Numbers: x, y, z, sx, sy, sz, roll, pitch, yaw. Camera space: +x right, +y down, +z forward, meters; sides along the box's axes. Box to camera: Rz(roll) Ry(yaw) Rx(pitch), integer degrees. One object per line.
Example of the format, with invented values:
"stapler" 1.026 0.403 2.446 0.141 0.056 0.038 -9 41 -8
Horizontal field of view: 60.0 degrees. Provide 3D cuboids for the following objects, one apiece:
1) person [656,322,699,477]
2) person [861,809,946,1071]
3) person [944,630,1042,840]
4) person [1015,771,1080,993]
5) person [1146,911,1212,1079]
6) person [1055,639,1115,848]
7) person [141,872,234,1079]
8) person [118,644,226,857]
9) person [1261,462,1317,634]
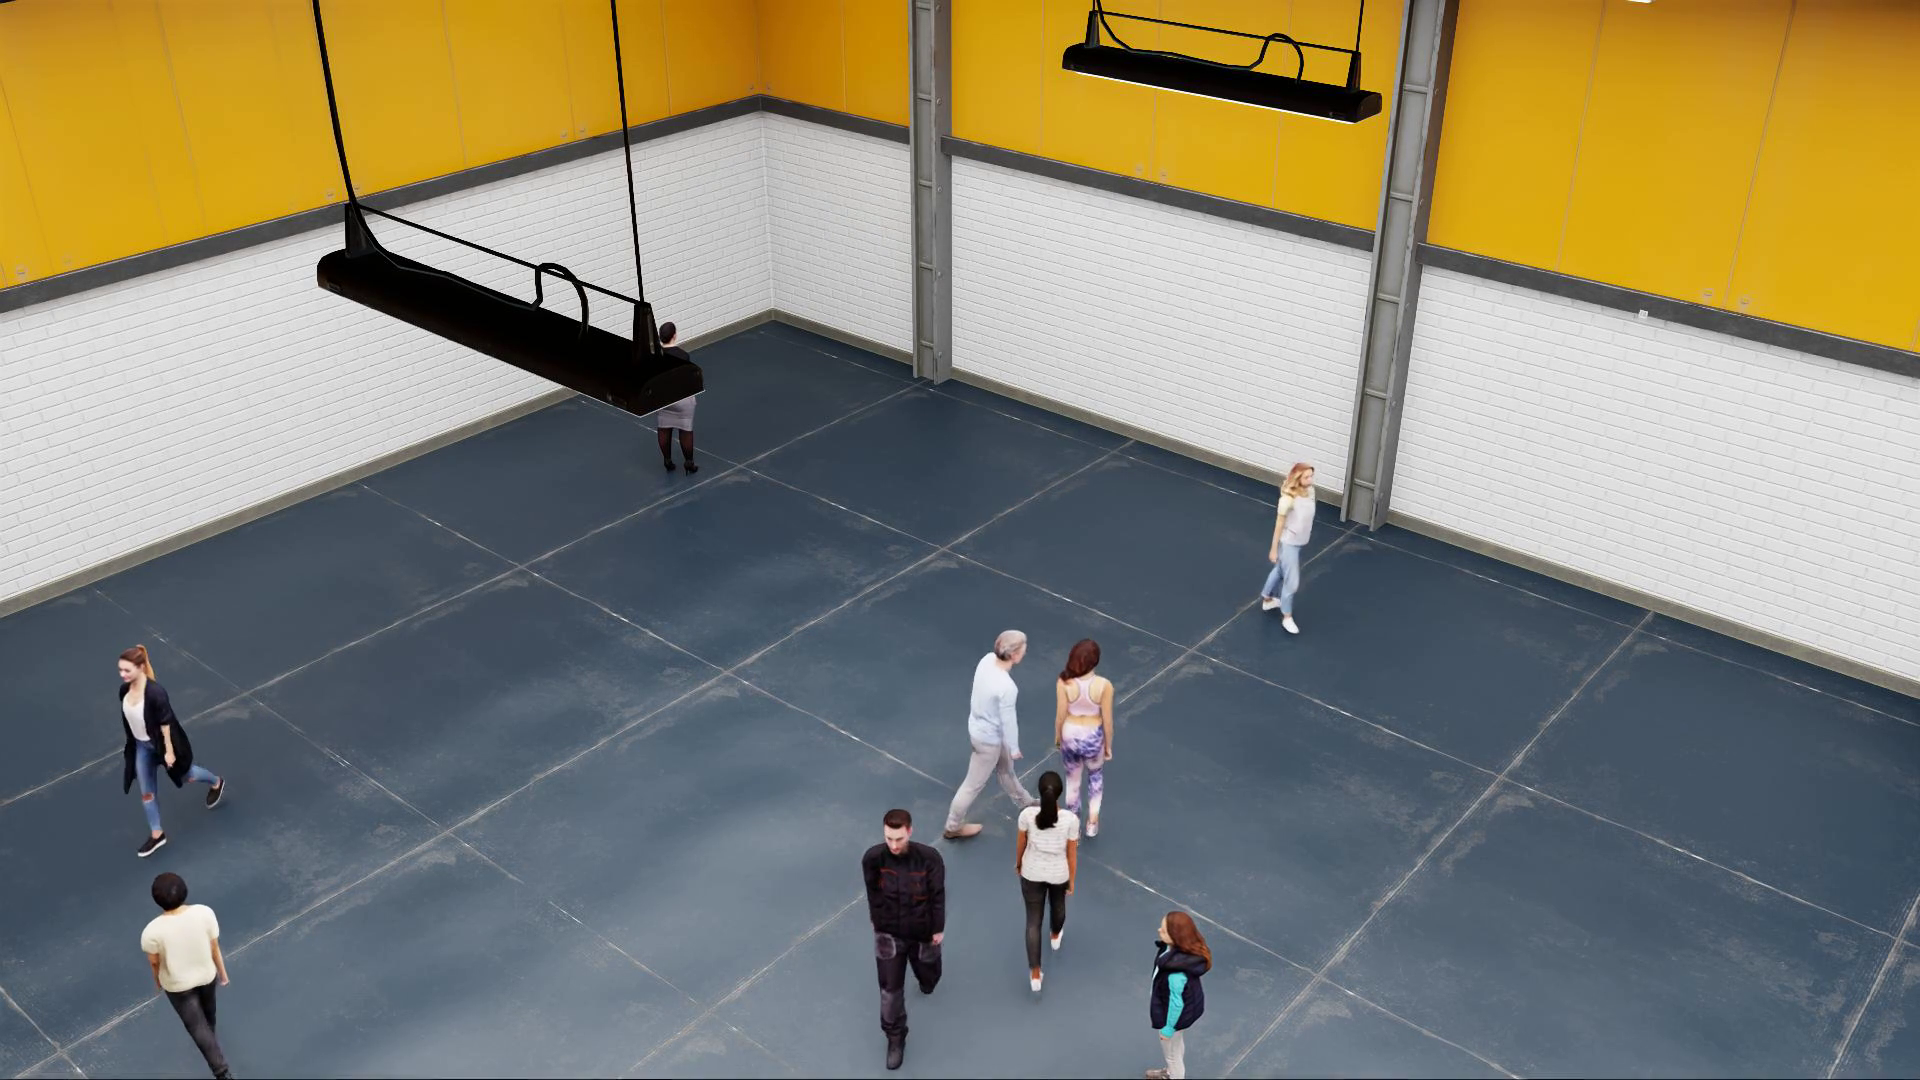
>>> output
"person" -3.123 -1.541 18.133 0.688 1.760 0.815 9 30 16
"person" -0.329 2.450 10.686 1.142 1.884 1.134 2 29 3
"person" 0.127 1.504 12.478 1.215 1.830 1.209 -7 29 -13
"person" 0.567 2.307 11.223 1.014 1.621 0.989 3 29 5
"person" 1.324 2.889 10.284 0.718 1.500 0.678 4 29 7
"person" 0.924 1.573 12.427 0.704 1.757 0.771 0 29 1
"person" -4.790 2.794 10.405 1.006 1.551 0.652 26 38 38
"person" -6.012 1.520 12.638 1.127 1.649 0.941 9 30 16
"person" 3.029 0.023 15.333 0.761 1.695 0.681 19 34 31
